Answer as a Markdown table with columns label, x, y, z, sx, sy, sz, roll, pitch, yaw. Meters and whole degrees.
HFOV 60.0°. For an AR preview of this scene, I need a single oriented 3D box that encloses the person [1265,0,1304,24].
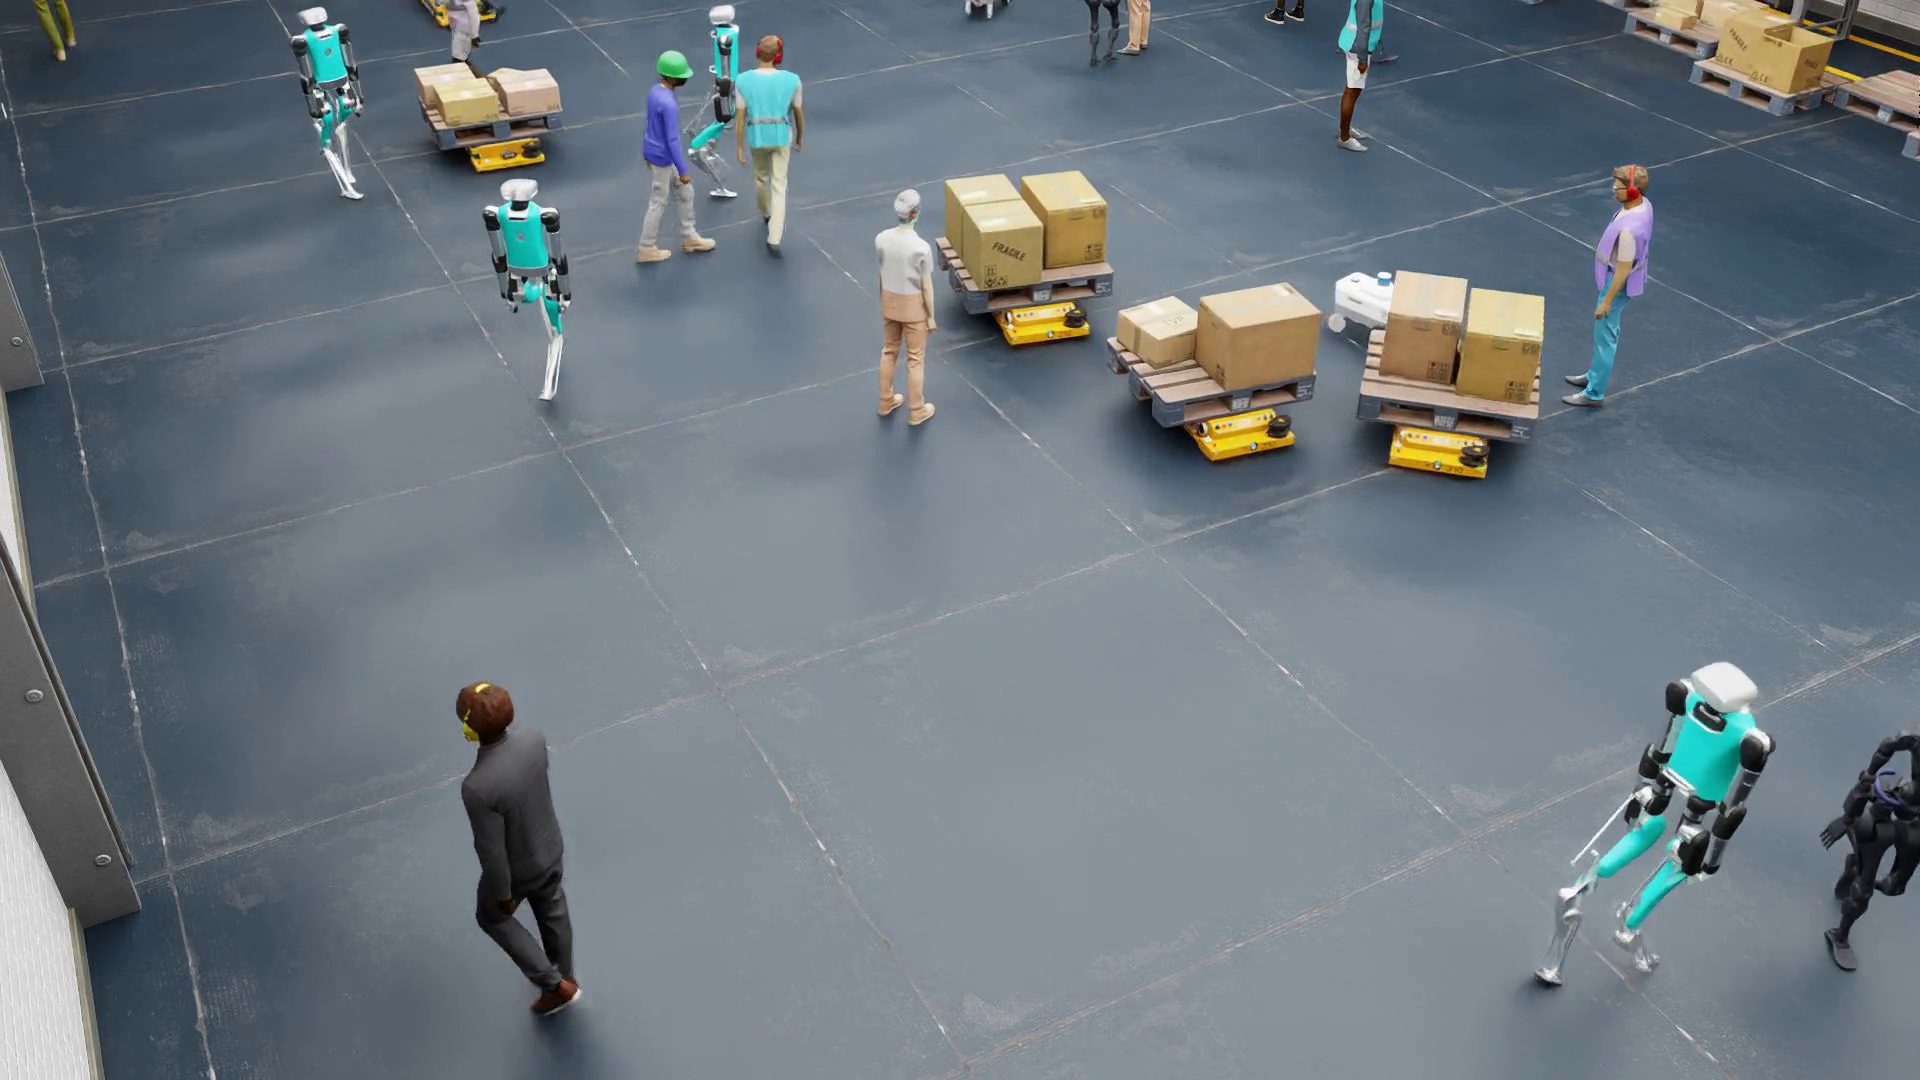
| label | x | y | z | sx | sy | sz | roll | pitch | yaw |
| --- | --- | --- | --- | --- | --- | --- | --- | --- | --- |
| person | 3.856 | -6.957 | 19.180 | 0.602 | 1.958 | 0.377 | -15 | 38 | -20 |

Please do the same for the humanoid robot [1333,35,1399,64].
| label | x | y | z | sx | sy | sz | roll | pitch | yaw |
| --- | --- | --- | --- | --- | --- | --- | --- | --- | --- |
| humanoid robot | 4.547 | -6.049 | 18.161 | 0.770 | 1.629 | 0.590 | 17 | 39 | 23 |

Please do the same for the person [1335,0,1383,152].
| label | x | y | z | sx | sy | sz | roll | pitch | yaw |
| --- | --- | --- | --- | --- | --- | --- | --- | --- | --- |
| person | 3.855 | -4.744 | 16.032 | 0.417 | 1.941 | 0.554 | 7 | 36 | 10 |

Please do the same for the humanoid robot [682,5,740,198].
| label | x | y | z | sx | sy | sz | roll | pitch | yaw |
| --- | --- | --- | --- | --- | --- | --- | --- | --- | --- |
| humanoid robot | -2.265 | -3.879 | 15.020 | 0.684 | 1.839 | 0.535 | -1 | 35 | -2 |

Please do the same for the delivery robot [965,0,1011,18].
| label | x | y | z | sx | sy | sz | roll | pitch | yaw |
| --- | --- | --- | --- | --- | --- | --- | --- | --- | --- |
| delivery robot | 0.310 | -6.609 | 19.917 | 0.499 | 0.612 | 0.805 | 9 | 36 | 13 |

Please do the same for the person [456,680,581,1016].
| label | x | y | z | sx | sy | sz | roll | pitch | yaw |
| --- | --- | --- | --- | --- | --- | --- | --- | --- | --- |
| person | -1.961 | 1.386 | 7.354 | 0.416 | 1.862 | 0.500 | 17 | 39 | 23 |

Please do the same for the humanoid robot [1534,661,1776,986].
| label | x | y | z | sx | sy | sz | roll | pitch | yaw |
| --- | --- | --- | --- | --- | --- | --- | --- | --- | --- |
| humanoid robot | 3.025 | 1.386 | 7.491 | 0.891 | 1.781 | 0.550 | -16 | 38 | -21 |

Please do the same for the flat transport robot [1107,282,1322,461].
| label | x | y | z | sx | sy | sz | roll | pitch | yaw |
| --- | --- | --- | --- | --- | --- | --- | --- | --- | --- |
| flat transport robot | 1.823 | -1.061 | 12.231 | 0.659 | 0.231 | 1.431 | -12 | 37 | -16 |

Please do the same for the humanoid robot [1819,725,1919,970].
| label | x | y | z | sx | sy | sz | roll | pitch | yaw |
| --- | --- | --- | --- | --- | --- | --- | --- | --- | --- |
| humanoid robot | 4.351 | 1.234 | 7.740 | 0.609 | 1.622 | 0.603 | 5 | 35 | 7 |

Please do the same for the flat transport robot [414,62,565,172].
| label | x | y | z | sx | sy | sz | roll | pitch | yaw |
| --- | --- | --- | --- | --- | --- | --- | --- | --- | --- |
| flat transport robot | -4.598 | -4.007 | 16.436 | 0.659 | 0.231 | 1.431 | -15 | 38 | -20 |

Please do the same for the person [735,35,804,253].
| label | x | y | z | sx | sy | sz | roll | pitch | yaw |
| --- | --- | --- | --- | --- | --- | --- | --- | --- | --- |
| person | -1.629 | -3.430 | 14.300 | 0.578 | 1.782 | 0.982 | -3 | 35 | -4 |

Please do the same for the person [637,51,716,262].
| label | x | y | z | sx | sy | sz | roll | pitch | yaw |
| --- | --- | --- | --- | --- | --- | --- | --- | --- | --- |
| person | -2.428 | -3.195 | 13.922 | 0.808 | 1.822 | 0.481 | -8 | 36 | -11 |

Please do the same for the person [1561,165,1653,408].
| label | x | y | z | sx | sy | sz | roll | pitch | yaw |
| --- | --- | --- | --- | --- | --- | --- | --- | --- | --- |
| person | 4.698 | -1.807 | 11.928 | 0.391 | 1.838 | 0.563 | 15 | 38 | 20 |

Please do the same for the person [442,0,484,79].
| label | x | y | z | sx | sy | sz | roll | pitch | yaw |
| --- | --- | --- | --- | --- | --- | --- | --- | --- | --- |
| person | -4.994 | -5.200 | 16.737 | 0.462 | 1.890 | 0.599 | -17 | 39 | -23 |

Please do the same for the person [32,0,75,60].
| label | x | y | z | sx | sy | sz | roll | pitch | yaw |
| --- | --- | --- | --- | --- | --- | --- | --- | --- | --- |
| person | -10.204 | -6.282 | 18.350 | 0.532 | 1.809 | 0.801 | -20 | 40 | -26 |

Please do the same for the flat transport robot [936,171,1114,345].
| label | x | y | z | sx | sy | sz | roll | pitch | yaw |
| --- | --- | --- | --- | --- | --- | --- | --- | --- | --- |
| flat transport robot | 0.518 | -2.029 | 13.613 | 0.659 | 0.231 | 1.431 | -9 | 36 | -13 |

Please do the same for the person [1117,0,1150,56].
| label | x | y | z | sx | sy | sz | roll | pitch | yaw |
| --- | --- | --- | --- | --- | --- | --- | --- | --- | --- |
| person | 1.951 | -6.206 | 18.354 | 0.387 | 1.671 | 0.462 | 19 | 39 | 25 |

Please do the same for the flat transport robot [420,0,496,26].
| label | x | y | z | sx | sy | sz | roll | pitch | yaw |
| --- | --- | --- | --- | --- | --- | --- | --- | --- | --- |
| flat transport robot | -6.089 | -6.492 | 19.985 | 0.659 | 0.231 | 1.431 | -17 | 39 | -23 |

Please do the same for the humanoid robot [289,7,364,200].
| label | x | y | z | sx | sy | sz | roll | pitch | yaw |
| --- | --- | --- | --- | --- | --- | --- | --- | --- | --- |
| humanoid robot | -5.809 | -4.030 | 15.213 | 0.567 | 1.781 | 0.881 | -28 | 43 | -33 |

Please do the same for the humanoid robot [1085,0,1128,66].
| label | x | y | z | sx | sy | sz | roll | pitch | yaw |
| --- | --- | --- | --- | --- | --- | --- | --- | --- | --- |
| humanoid robot | 1.559 | -5.995 | 18.050 | 0.584 | 1.654 | 0.389 | 16 | 38 | 21 |

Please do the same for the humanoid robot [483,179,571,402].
| label | x | y | z | sx | sy | sz | roll | pitch | yaw |
| --- | --- | --- | --- | --- | --- | --- | --- | --- | --- |
| humanoid robot | -3.060 | -1.898 | 12.166 | 0.543 | 1.738 | 1.032 | 1 | 35 | 1 |

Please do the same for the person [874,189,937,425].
| label | x | y | z | sx | sy | sz | roll | pitch | yaw |
| --- | --- | --- | --- | --- | --- | --- | --- | --- | --- |
| person | -0.385 | -1.645 | 11.788 | 0.469 | 1.736 | 0.325 | 20 | 40 | 26 |

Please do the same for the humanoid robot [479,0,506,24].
| label | x | y | z | sx | sy | sz | roll | pitch | yaw |
| --- | --- | --- | --- | --- | --- | --- | --- | --- | --- |
| humanoid robot | -5.632 | -6.814 | 19.220 | 0.535 | 1.642 | 0.596 | -11 | 36 | -15 |

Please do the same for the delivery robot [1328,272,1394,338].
| label | x | y | z | sx | sy | sz | roll | pitch | yaw |
| --- | --- | --- | --- | --- | --- | --- | --- | --- | --- |
| delivery robot | 3.304 | -1.801 | 13.034 | 0.499 | 0.591 | 0.768 | -27 | 43 | -33 |

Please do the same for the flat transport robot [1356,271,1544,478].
| label | x | y | z | sx | sy | sz | roll | pitch | yaw |
| --- | --- | --- | --- | --- | --- | --- | --- | --- | --- |
| flat transport robot | 3.503 | -0.928 | 12.041 | 0.659 | 0.231 | 1.431 | 10 | 36 | 14 |
